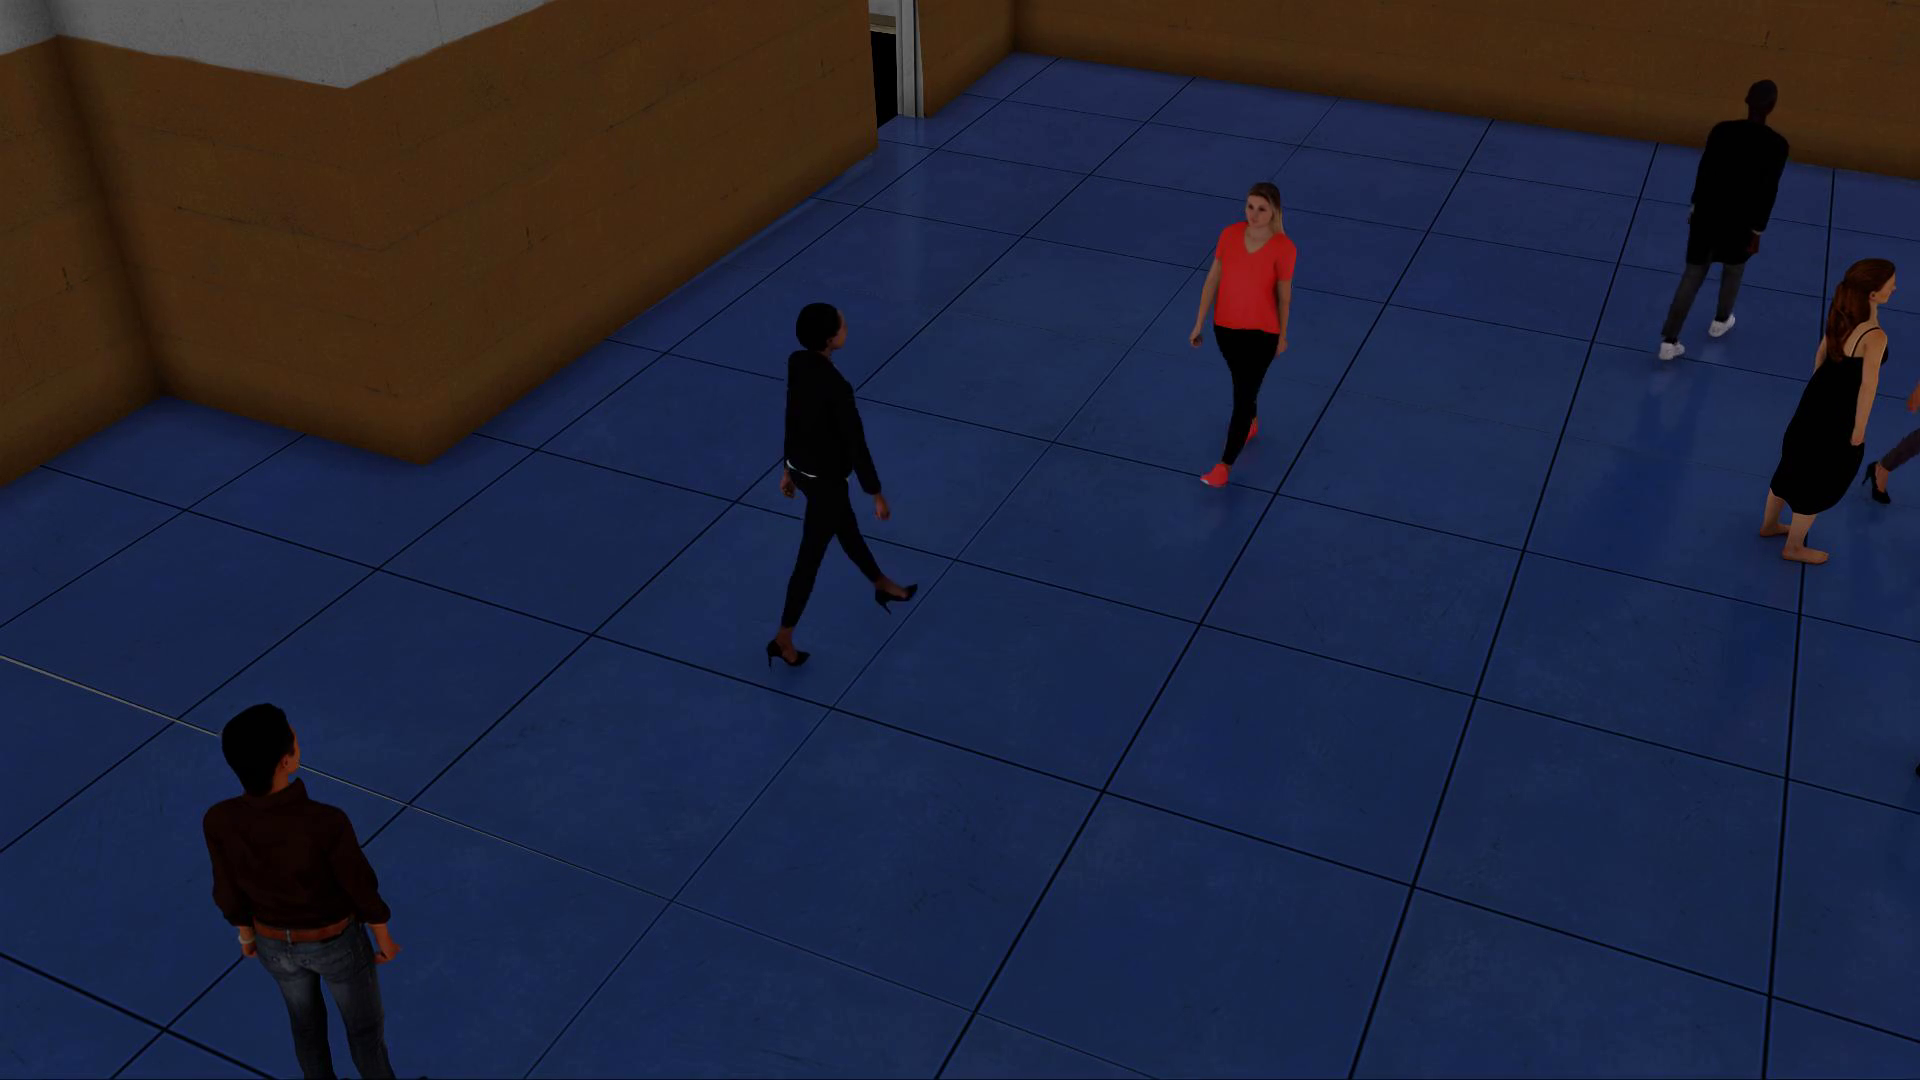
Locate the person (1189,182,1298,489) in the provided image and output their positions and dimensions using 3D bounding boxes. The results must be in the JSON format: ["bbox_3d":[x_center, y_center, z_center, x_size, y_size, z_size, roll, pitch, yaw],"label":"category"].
[{"bbox_3d":[1.599,-1.160,9.052,1.101,1.646,0.849,24,41,32],"label":"person"}]

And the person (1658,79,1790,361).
[{"bbox_3d":[4.585,-1.883,10.075,1.158,1.717,0.943,27,42,34],"label":"person"}]

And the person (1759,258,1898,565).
[{"bbox_3d":[4.348,-0.655,8.312,0.710,1.624,0.676,-3,34,-5],"label":"person"}]

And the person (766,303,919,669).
[{"bbox_3d":[-0.696,-0.179,7.445,1.062,1.792,1.130,-20,39,-27],"label":"person"}]

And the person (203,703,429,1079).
[{"bbox_3d":[-2.058,1.272,5.279,0.602,1.776,0.777,1,34,1],"label":"person"}]
